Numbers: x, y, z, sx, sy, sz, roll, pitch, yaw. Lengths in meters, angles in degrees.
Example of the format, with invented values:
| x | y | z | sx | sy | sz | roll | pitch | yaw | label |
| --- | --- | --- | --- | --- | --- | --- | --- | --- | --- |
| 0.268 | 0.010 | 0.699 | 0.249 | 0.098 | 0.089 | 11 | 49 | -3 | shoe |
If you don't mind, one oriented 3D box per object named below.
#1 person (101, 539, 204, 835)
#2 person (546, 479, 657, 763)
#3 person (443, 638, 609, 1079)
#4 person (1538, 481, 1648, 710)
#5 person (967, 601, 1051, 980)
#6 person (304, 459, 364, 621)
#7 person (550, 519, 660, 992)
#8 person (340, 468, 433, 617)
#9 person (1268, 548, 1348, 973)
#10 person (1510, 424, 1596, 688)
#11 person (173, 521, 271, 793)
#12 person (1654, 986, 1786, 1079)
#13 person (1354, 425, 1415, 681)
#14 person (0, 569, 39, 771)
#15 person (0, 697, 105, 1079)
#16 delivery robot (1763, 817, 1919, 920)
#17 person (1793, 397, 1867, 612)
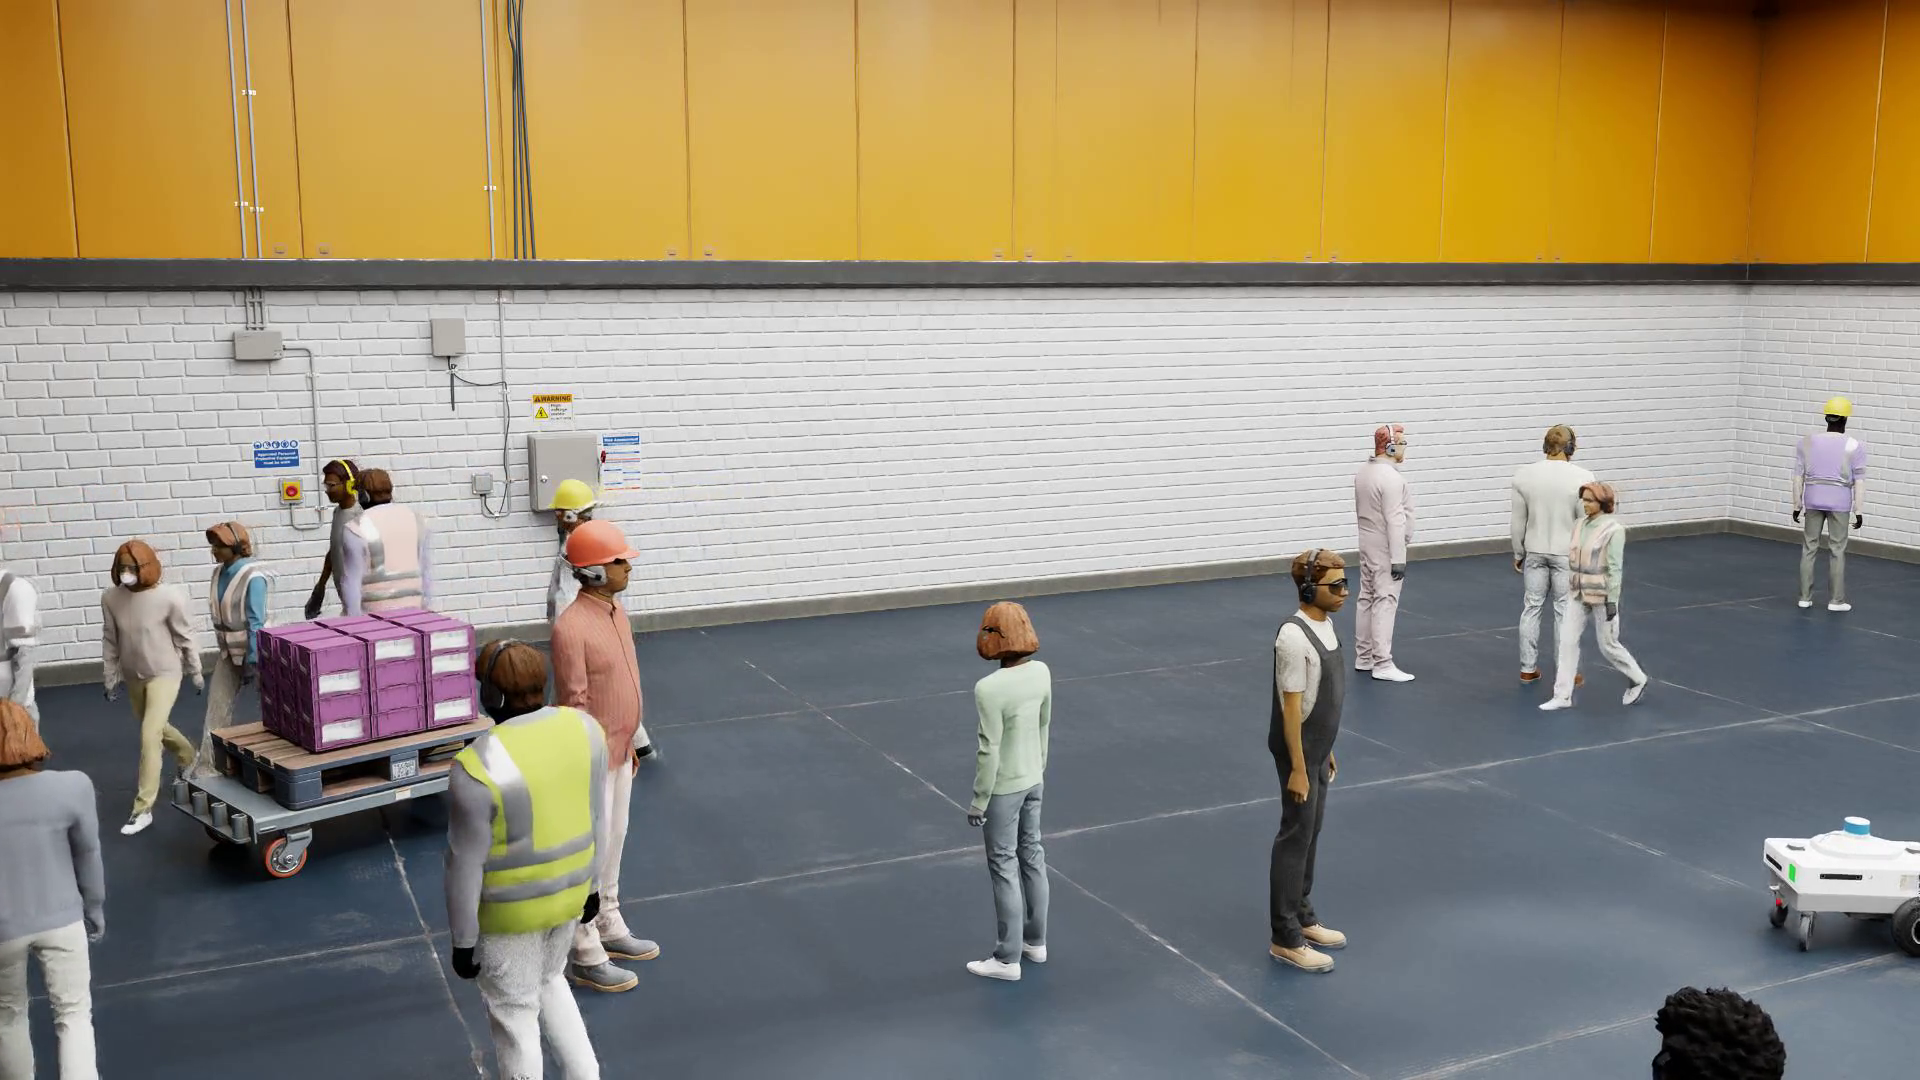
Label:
| x | y | z | sx | sy | sz | roll | pitch | yaw | label |
| --- | --- | --- | --- | --- | --- | --- | --- | --- | --- |
| -4.490 | 0.753 | 9.304 | 0.501 | 1.589 | 0.868 | 2 | 9 | 11 | person |
| -2.282 | 0.515 | 10.160 | 0.915 | 1.792 | 0.607 | 1 | 9 | 4 | person |
| -1.463 | 1.228 | 5.591 | 0.435 | 1.832 | 0.648 | 6 | 11 | 32 | person |
| 4.436 | 0.389 | 11.501 | 0.759 | 1.614 | 0.520 | -3 | 10 | -20 | person |
| 0.211 | 1.073 | 7.172 | 0.265 | 1.632 | 0.508 | 7 | 11 | 35 | person |
| -3.995 | 0.380 | 10.863 | 0.836 | 1.835 | 0.522 | -7 | 11 | -36 | person |
| -1.529 | 0.902 | 7.106 | 0.371 | 1.997 | 0.622 | 1 | 9 | 8 | person |
| -3.549 | 0.451 | 10.471 | 0.628 | 1.818 | 0.665 | 6 | 11 | 32 | person |
| 1.538 | 0.947 | 7.301 | 0.345 | 1.846 | 0.506 | 4 | 10 | 25 | person |
| 4.329 | 0.122 | 12.145 | 0.627 | 1.934 | 0.371 | 8 | 12 | 40 | person |
| -4.180 | 0.672 | 9.774 | 0.516 | 1.595 | 0.839 | 6 | 11 | 34 | person |
| 1.435 | 1.680 | 3.201 | 0.318 | 1.698 | 0.539 | 8 | 12 | 39 | person |
| 3.182 | 0.091 | 12.424 | 0.409 | 1.909 | 0.640 | -2 | 9 | -9 | person |
| -4.802 | 0.785 | 8.119 | 0.572 | 1.905 | 0.783 | 1 | 9 | 8 | person |
| -3.146 | 1.332 | 5.624 | 0.495 | 1.611 | 0.721 | -6 | 11 | -32 | person |
| 4.053 | 1.503 | 7.551 | 0.707 | 0.478 | 0.477 | 1 | 9 | 5 | delivery robot |
| 7.785 | -0.320 | 14.905 | 0.593 | 1.925 | 0.384 | 8 | 12 | 42 | person |
